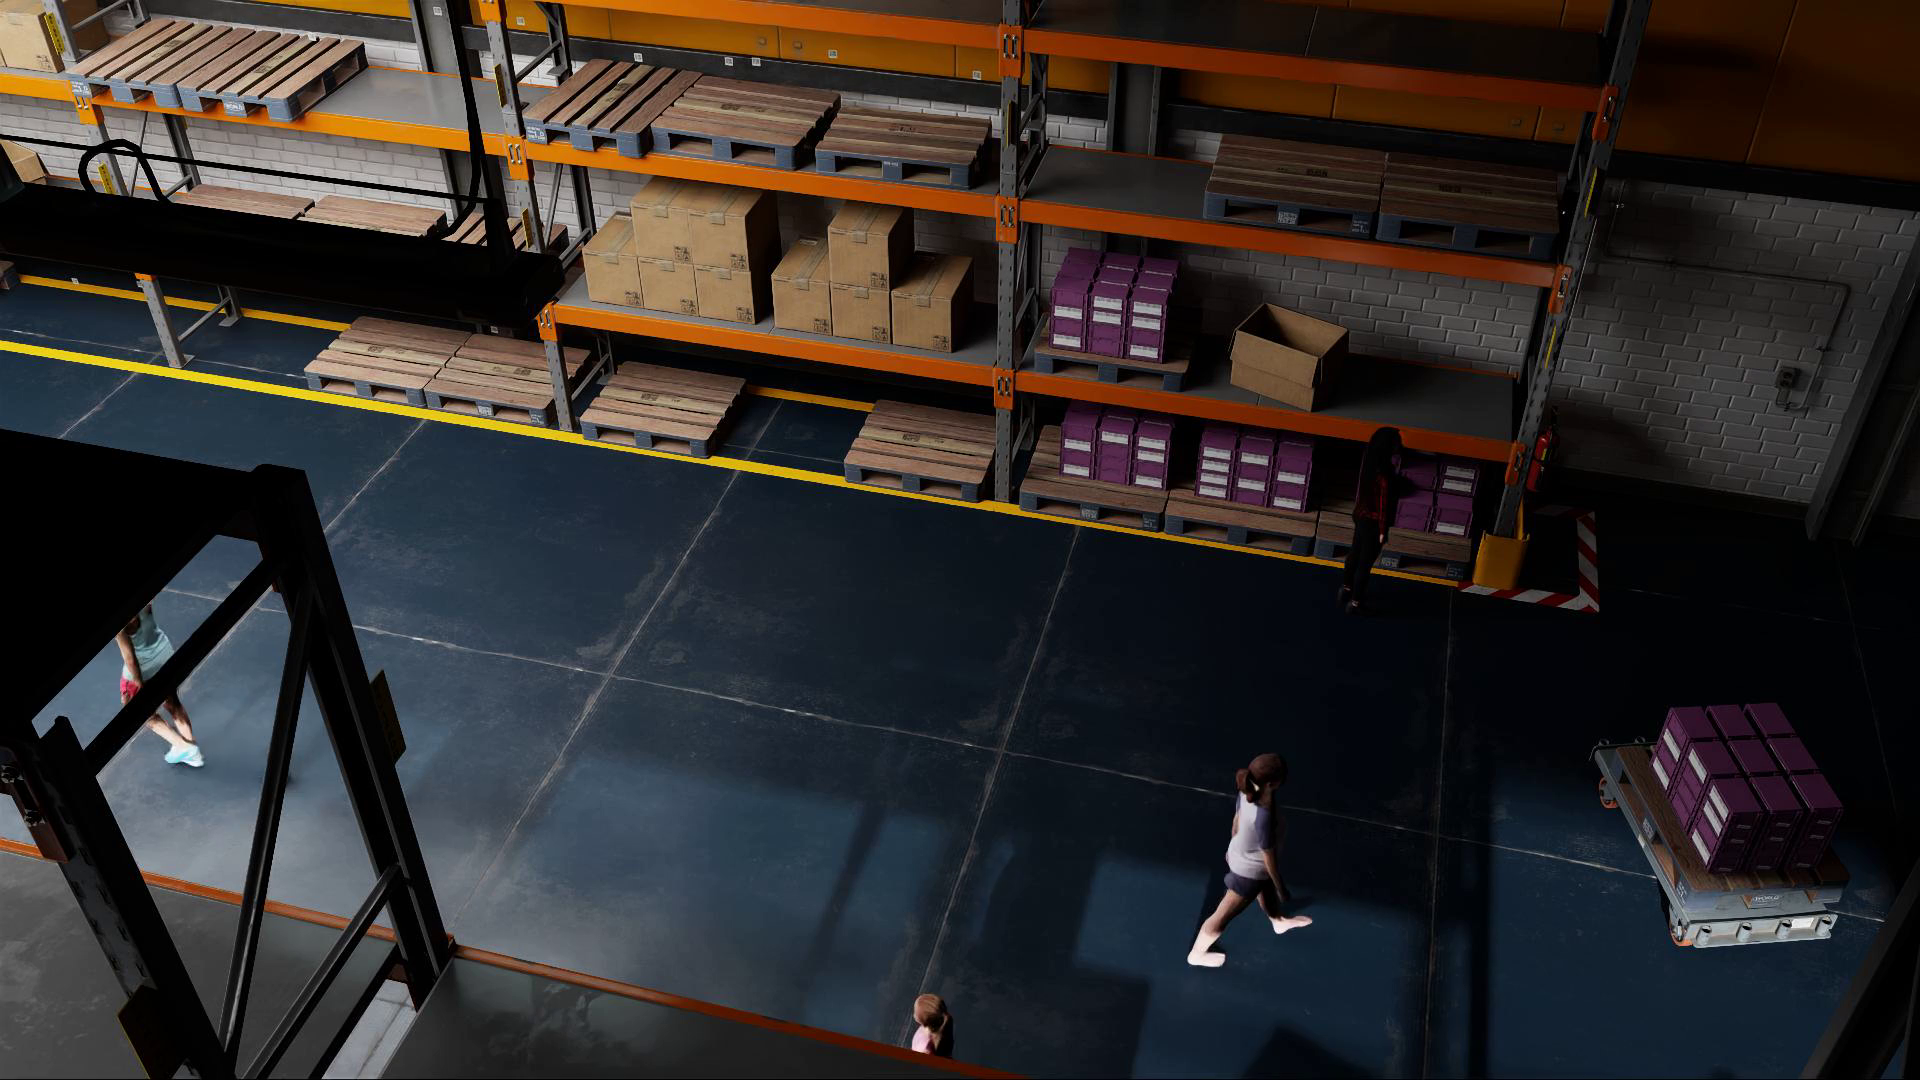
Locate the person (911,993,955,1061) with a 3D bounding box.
[{"bbox_3d":[-0.087,2.891,8.986,0.953,1.241,0.694,24,45,27],"label":"person"}]

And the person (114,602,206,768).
[{"bbox_3d":[-5.340,0.862,11.117,0.629,1.752,0.574,8,39,10],"label":"person"}]

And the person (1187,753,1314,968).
[{"bbox_3d":[1.620,1.927,9.798,1.111,1.734,0.803,-3,39,-4],"label":"person"}]

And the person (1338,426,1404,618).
[{"bbox_3d":[3.066,-0.143,12.452,0.637,1.658,0.655,-5,39,-6],"label":"person"}]
